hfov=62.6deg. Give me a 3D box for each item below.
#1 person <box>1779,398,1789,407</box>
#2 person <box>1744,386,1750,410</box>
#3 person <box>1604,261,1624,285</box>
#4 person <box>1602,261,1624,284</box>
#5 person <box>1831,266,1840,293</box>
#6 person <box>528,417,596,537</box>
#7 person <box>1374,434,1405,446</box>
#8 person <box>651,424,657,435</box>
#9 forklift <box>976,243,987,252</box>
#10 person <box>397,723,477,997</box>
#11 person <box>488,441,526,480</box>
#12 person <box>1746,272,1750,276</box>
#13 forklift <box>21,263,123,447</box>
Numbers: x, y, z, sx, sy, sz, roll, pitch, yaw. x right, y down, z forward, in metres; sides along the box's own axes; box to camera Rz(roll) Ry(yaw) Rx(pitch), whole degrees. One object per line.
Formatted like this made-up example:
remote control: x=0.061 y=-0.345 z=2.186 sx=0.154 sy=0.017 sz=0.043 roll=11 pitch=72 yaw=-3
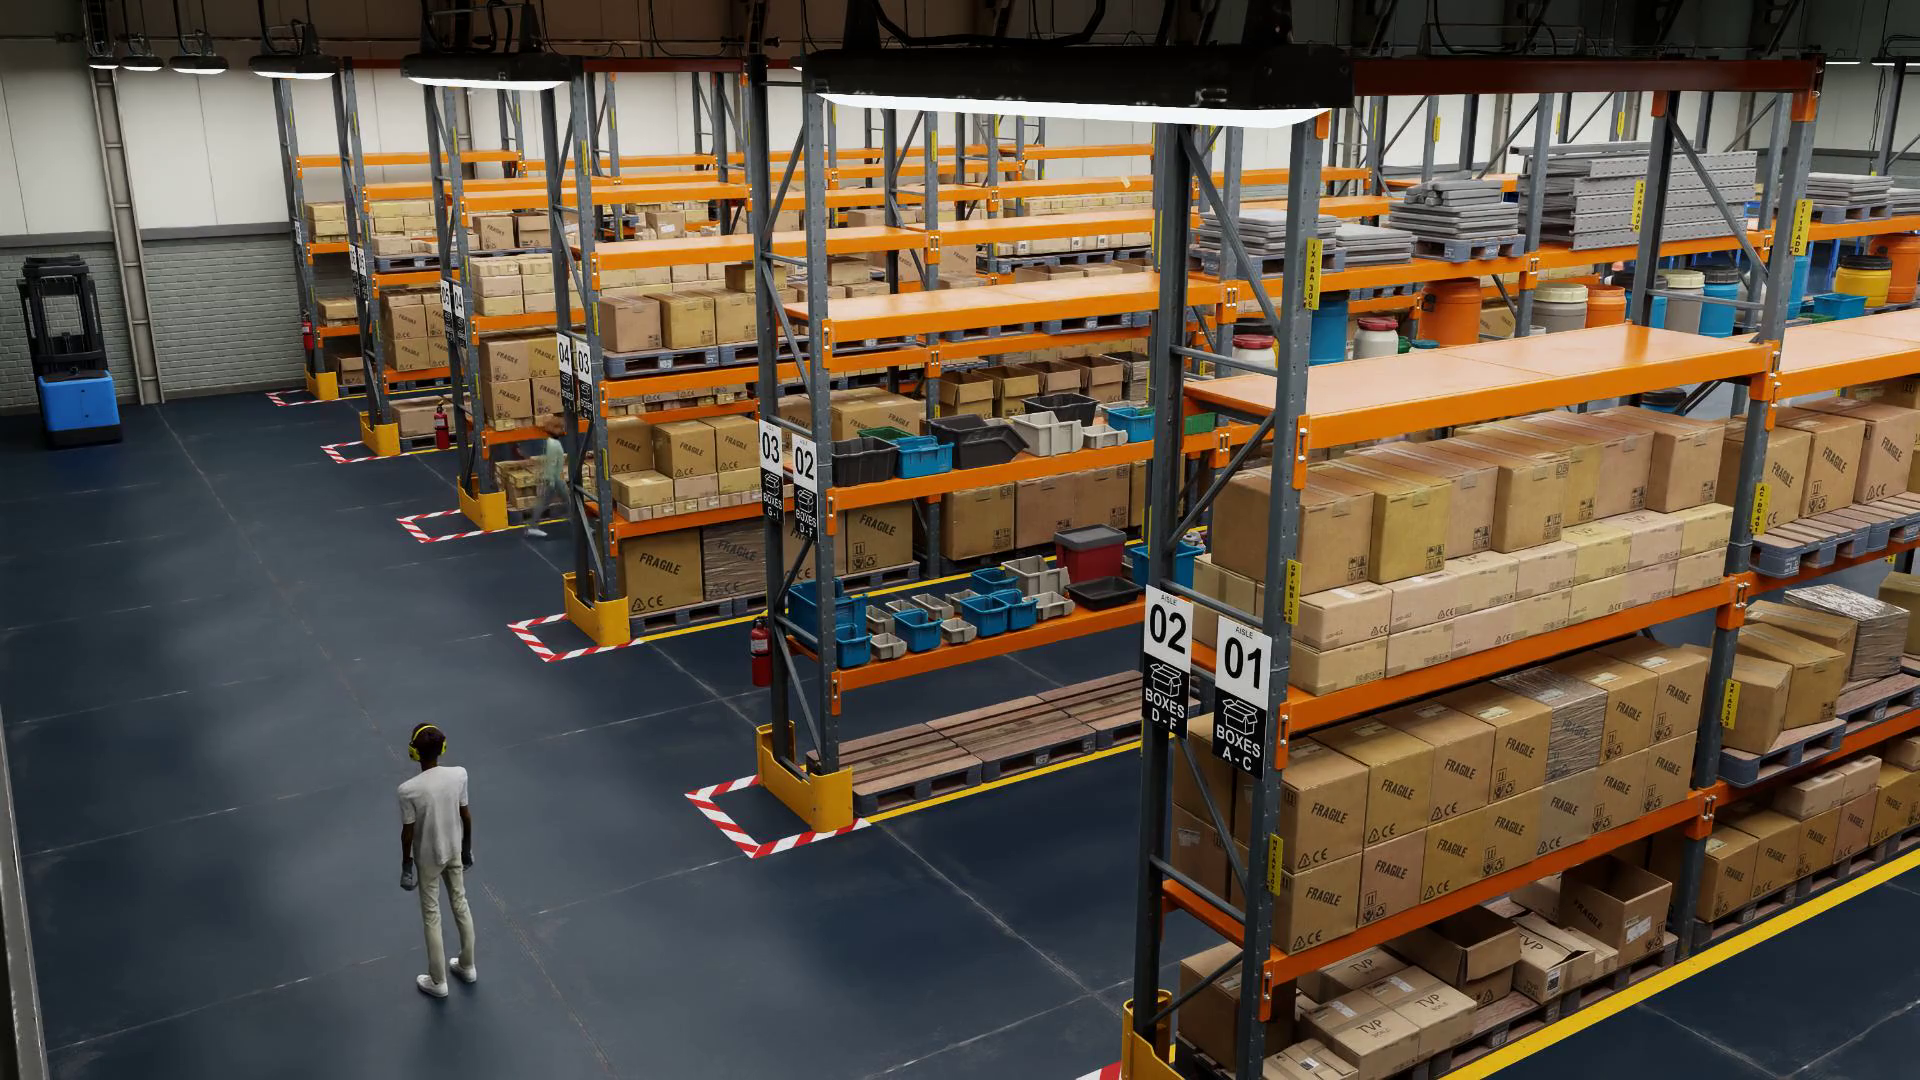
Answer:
person: x=14.245 y=-3.110 z=27.452 sx=0.523 sy=1.879 sz=0.614 roll=5 pitch=18 yaw=15
person: x=13.537 y=-2.815 z=26.874 sx=0.506 sy=1.633 sz=0.274 roll=5 pitch=18 yaw=17
person: x=13.969 y=-5.003 z=33.601 sx=0.551 sy=1.913 sz=0.830 roll=15 pitch=22 yaw=40
person: x=16.361 y=-6.791 z=39.572 sx=0.547 sy=1.831 sz=0.464 roll=11 pitch=20 yaw=31
person: x=18.969 y=-5.067 z=33.965 sx=0.528 sy=1.816 sz=1.022 roll=5 pitch=18 yaw=15
person: x=-5.226 y=-0.810 z=20.389 sx=0.870 sy=1.580 sz=0.507 roll=-6 pitch=18 yaw=-18
person: x=5.564 y=-0.922 z=20.265 sx=0.965 sy=1.884 sz=0.596 roll=-6 pitch=18 yaw=-19
person: x=-4.780 y=-2.039 z=23.929 sx=0.992 sy=1.881 sz=0.595 roll=-14 pitch=22 yaw=-38
forklift: x=0.988 y=-5.474 z=34.718 sx=1.214 sy=2.155 sz=2.313 roll=-10 pitch=20 yaw=-31
person: x=-3.450 y=2.093 z=10.407 sx=0.324 sy=1.865 sz=0.517 roll=15 pitch=22 yaw=39
person: x=-6.639 y=-1.679 z=22.764 sx=0.656 sy=1.867 sz=0.969 roll=13 pitch=21 yaw=36
person: x=17.345 y=-5.211 z=34.437 sx=0.642 sy=1.815 sz=0.530 roll=-1 pitch=17 yaw=-4
forklift: x=-14.518 y=-3.079 z=25.708 sx=1.129 sy=2.768 sz=1.873 roll=-10 pitch=20 yaw=-31
